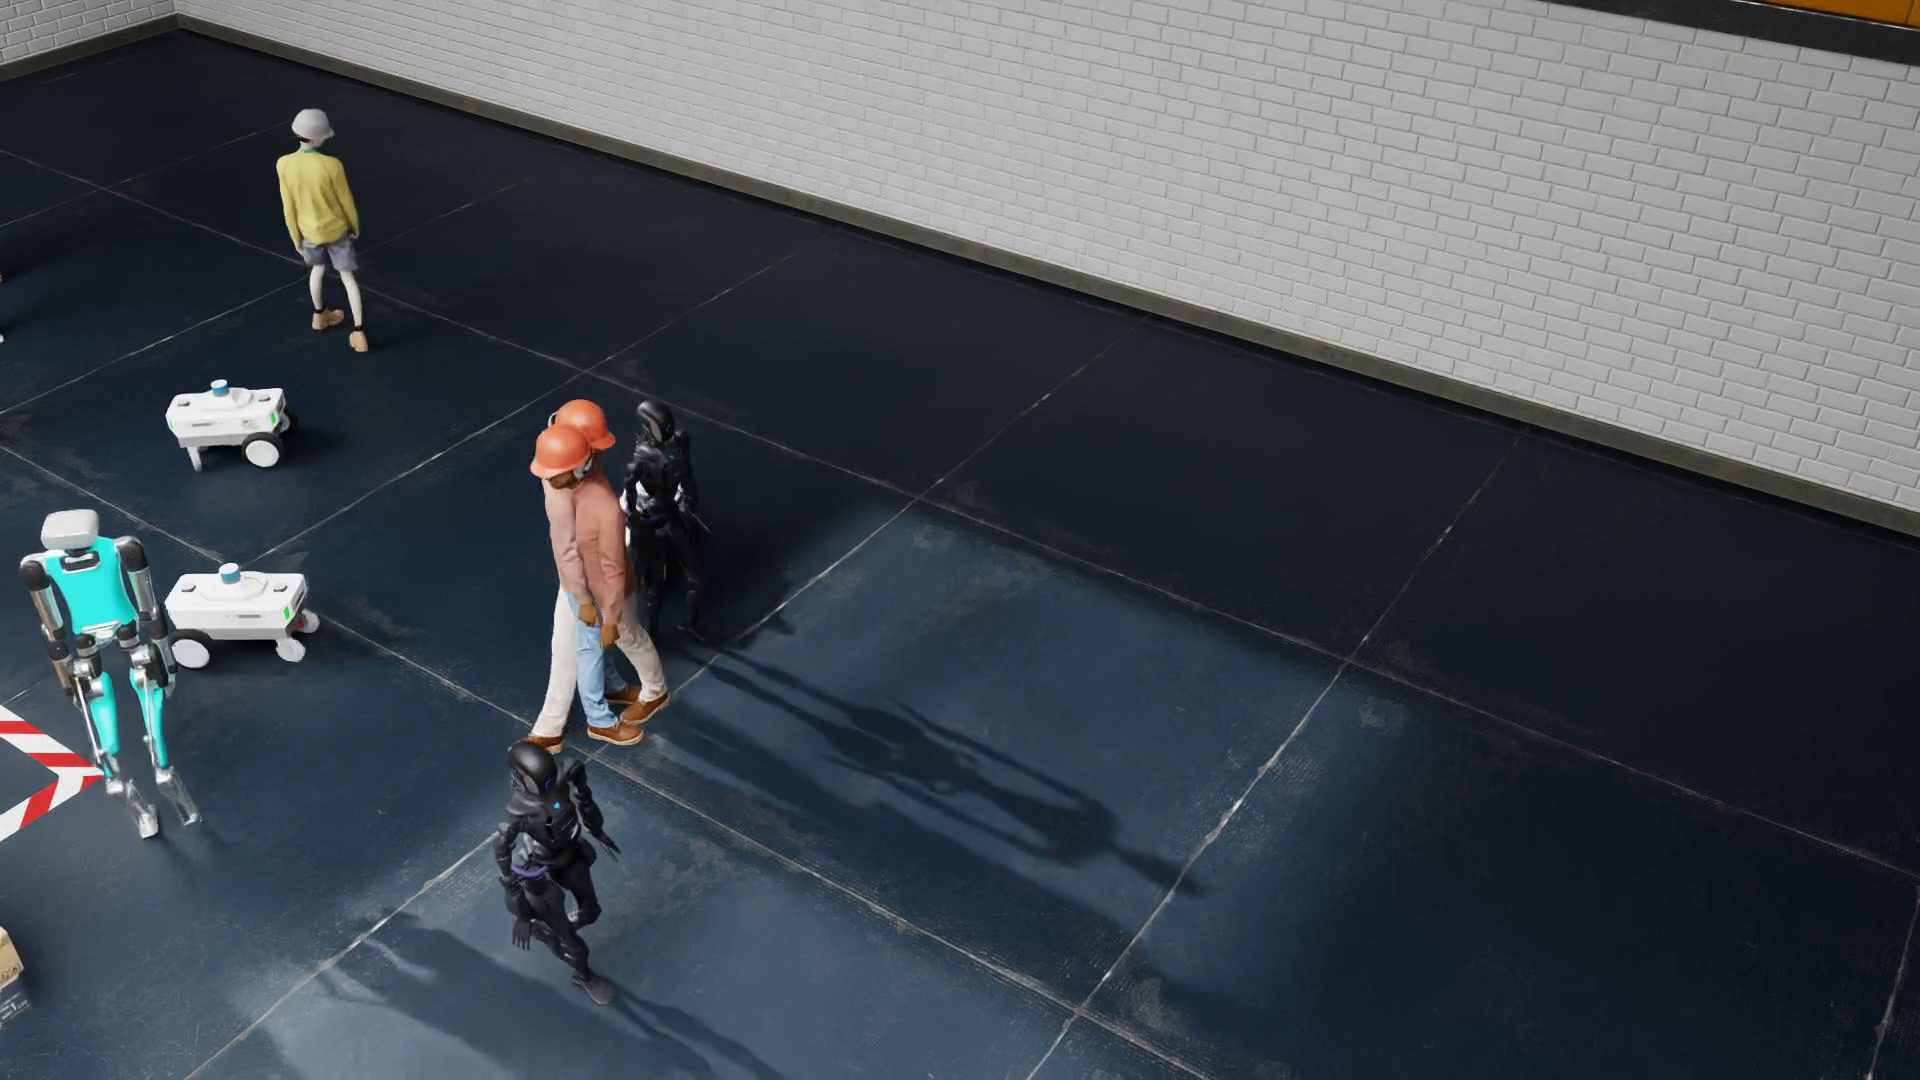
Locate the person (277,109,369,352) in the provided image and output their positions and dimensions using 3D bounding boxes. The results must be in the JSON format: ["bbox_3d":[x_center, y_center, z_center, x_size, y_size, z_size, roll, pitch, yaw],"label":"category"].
[{"bbox_3d":[-4.669,-2.287,12.169,0.562,1.826,0.651,-3,35,-4],"label":"person"}]

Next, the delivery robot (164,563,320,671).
[{"bbox_3d":[-4.102,0.409,9.446,0.811,0.613,0.499,0,35,0],"label":"delivery robot"}]

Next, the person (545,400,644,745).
[{"bbox_3d":[-1.867,0.159,8.541,0.388,1.985,0.609,1,35,1],"label":"person"}]

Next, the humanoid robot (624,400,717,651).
[{"bbox_3d":[-1.632,-0.071,9.147,0.499,1.644,0.599,18,39,24],"label":"humanoid robot"}]

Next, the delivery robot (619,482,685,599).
[{"bbox_3d":[-1.962,-0.032,10.061,0.499,0.596,0.775,11,36,15],"label":"delivery robot"}]

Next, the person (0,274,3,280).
[{"bbox_3d":[-8.136,-2.720,12.907,0.889,1.698,0.664,-7,36,-10],"label":"person"}]

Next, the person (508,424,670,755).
[{"bbox_3d":[-1.933,0.281,8.400,0.636,1.939,0.984,26,42,32],"label":"person"}]

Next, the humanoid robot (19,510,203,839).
[{"bbox_3d":[-3.996,0.763,7.933,0.530,1.826,0.735,-13,37,-18],"label":"humanoid robot"}]

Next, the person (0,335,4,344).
[{"bbox_3d":[-7.431,-2.228,12.073,0.486,1.853,0.357,-21,40,-27],"label":"person"}]

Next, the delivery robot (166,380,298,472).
[{"bbox_3d":[-4.874,-0.793,11.139,0.743,0.585,0.510,-4,35,-6],"label":"delivery robot"}]

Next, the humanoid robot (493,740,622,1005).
[{"bbox_3d":[-1.779,1.367,7.102,0.579,1.617,0.639,20,40,27],"label":"humanoid robot"}]
